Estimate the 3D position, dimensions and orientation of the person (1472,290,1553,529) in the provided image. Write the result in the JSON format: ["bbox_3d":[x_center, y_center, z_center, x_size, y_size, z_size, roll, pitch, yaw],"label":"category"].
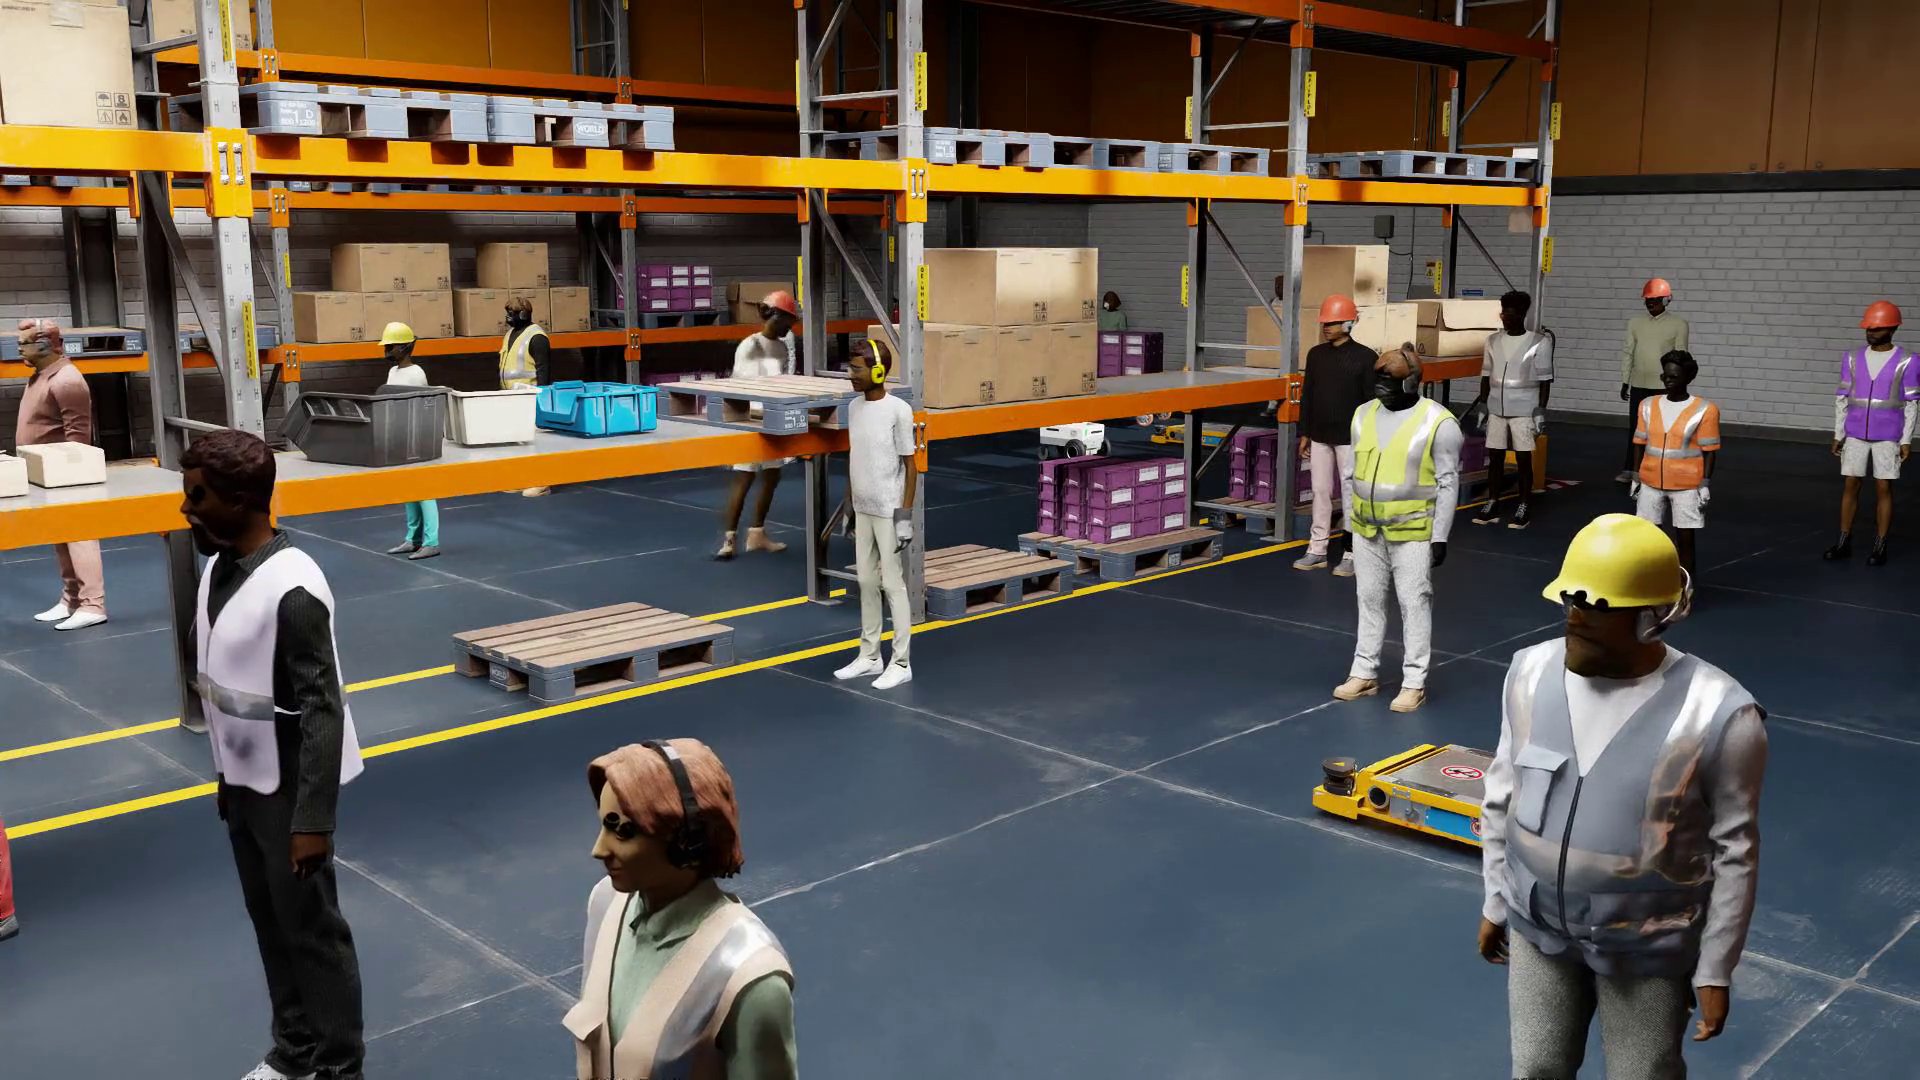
[{"bbox_3d":[4.550,-1.074,13.705,0.366,1.963,0.610,-10,14,-42],"label":"person"}]

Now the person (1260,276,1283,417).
[{"bbox_3d":[4.251,-2.541,21.931,0.346,1.881,0.578,-10,14,-42],"label":"person"}]

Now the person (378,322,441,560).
[{"bbox_3d":[-4.124,-0.735,12.401,0.329,1.767,0.528,-10,14,-42],"label":"person"}]

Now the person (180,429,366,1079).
[{"bbox_3d":[-1.807,0.653,4.419,0.383,1.916,0.591,-10,14,-42],"label":"person"}]

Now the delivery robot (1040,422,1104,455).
[{"bbox_3d":[1.188,-1.151,17.718,0.477,0.478,0.707,-10,14,-44],"label":"delivery robot"}]

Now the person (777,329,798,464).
[{"bbox_3d":[-1.926,-1.673,17.585,0.322,1.741,0.489,-10,14,-42],"label":"person"}]

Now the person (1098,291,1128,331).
[{"bbox_3d":[2.109,-2.642,23.158,0.271,1.632,0.503,-10,14,-42],"label":"person"}]

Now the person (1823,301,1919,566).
[{"bbox_3d":[6.678,-0.777,12.170,0.374,1.934,0.549,-10,14,-42],"label":"person"}]

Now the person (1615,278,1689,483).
[{"bbox_3d":[6.675,-1.519,16.048,0.395,1.993,0.616,-10,14,-42],"label":"person"}]

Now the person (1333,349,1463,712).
[{"bbox_3d":[2.206,-0.049,8.464,0.429,1.840,0.627,-10,14,-42],"label":"person"}]

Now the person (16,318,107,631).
[{"bbox_3d":[-5.543,-0.400,10.201,0.400,1.905,0.645,-10,14,-42],"label":"person"}]

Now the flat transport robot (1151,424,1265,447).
[{"bbox_3d":[2.933,-1.176,18.884,0.652,0.197,1.431,-10,15,-44],"label":"flat transport robot"}]

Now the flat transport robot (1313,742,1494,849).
[{"bbox_3d":[2.201,1.069,6.644,0.652,0.197,1.431,-10,14,-44],"label":"flat transport robot"}]

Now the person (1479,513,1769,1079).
[{"bbox_3d":[1.398,0.841,3.634,0.403,1.828,0.595,-10,14,-42],"label":"person"}]

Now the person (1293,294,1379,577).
[{"bbox_3d":[2.669,-0.737,11.798,0.393,1.989,0.616,-10,14,-42],"label":"person"}]

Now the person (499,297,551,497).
[{"bbox_3d":[-4.029,-1.321,15.391,0.429,1.843,0.627,-10,14,-42],"label":"person"}]

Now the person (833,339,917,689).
[{"bbox_3d":[-0.446,-0.137,8.878,0.319,1.863,0.521,-10,14,-42],"label":"person"}]

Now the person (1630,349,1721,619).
[{"bbox_3d":[4.489,-0.351,10.497,0.320,1.695,0.538,-10,14,-42],"label":"person"}]

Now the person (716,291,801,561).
[{"bbox_3d":[-1.516,-0.843,12.391,0.498,1.989,0.779,5,12,28],"label":"person"}]

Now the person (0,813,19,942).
[{"bbox_3d":[-3.449,0.518,5.576,0.327,1.765,0.528,-10,14,-42],"label":"person"}]

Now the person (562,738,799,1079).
[{"bbox_3d":[-0.440,1.108,2.695,0.313,1.639,0.517,-10,14,-42],"label":"person"}]
